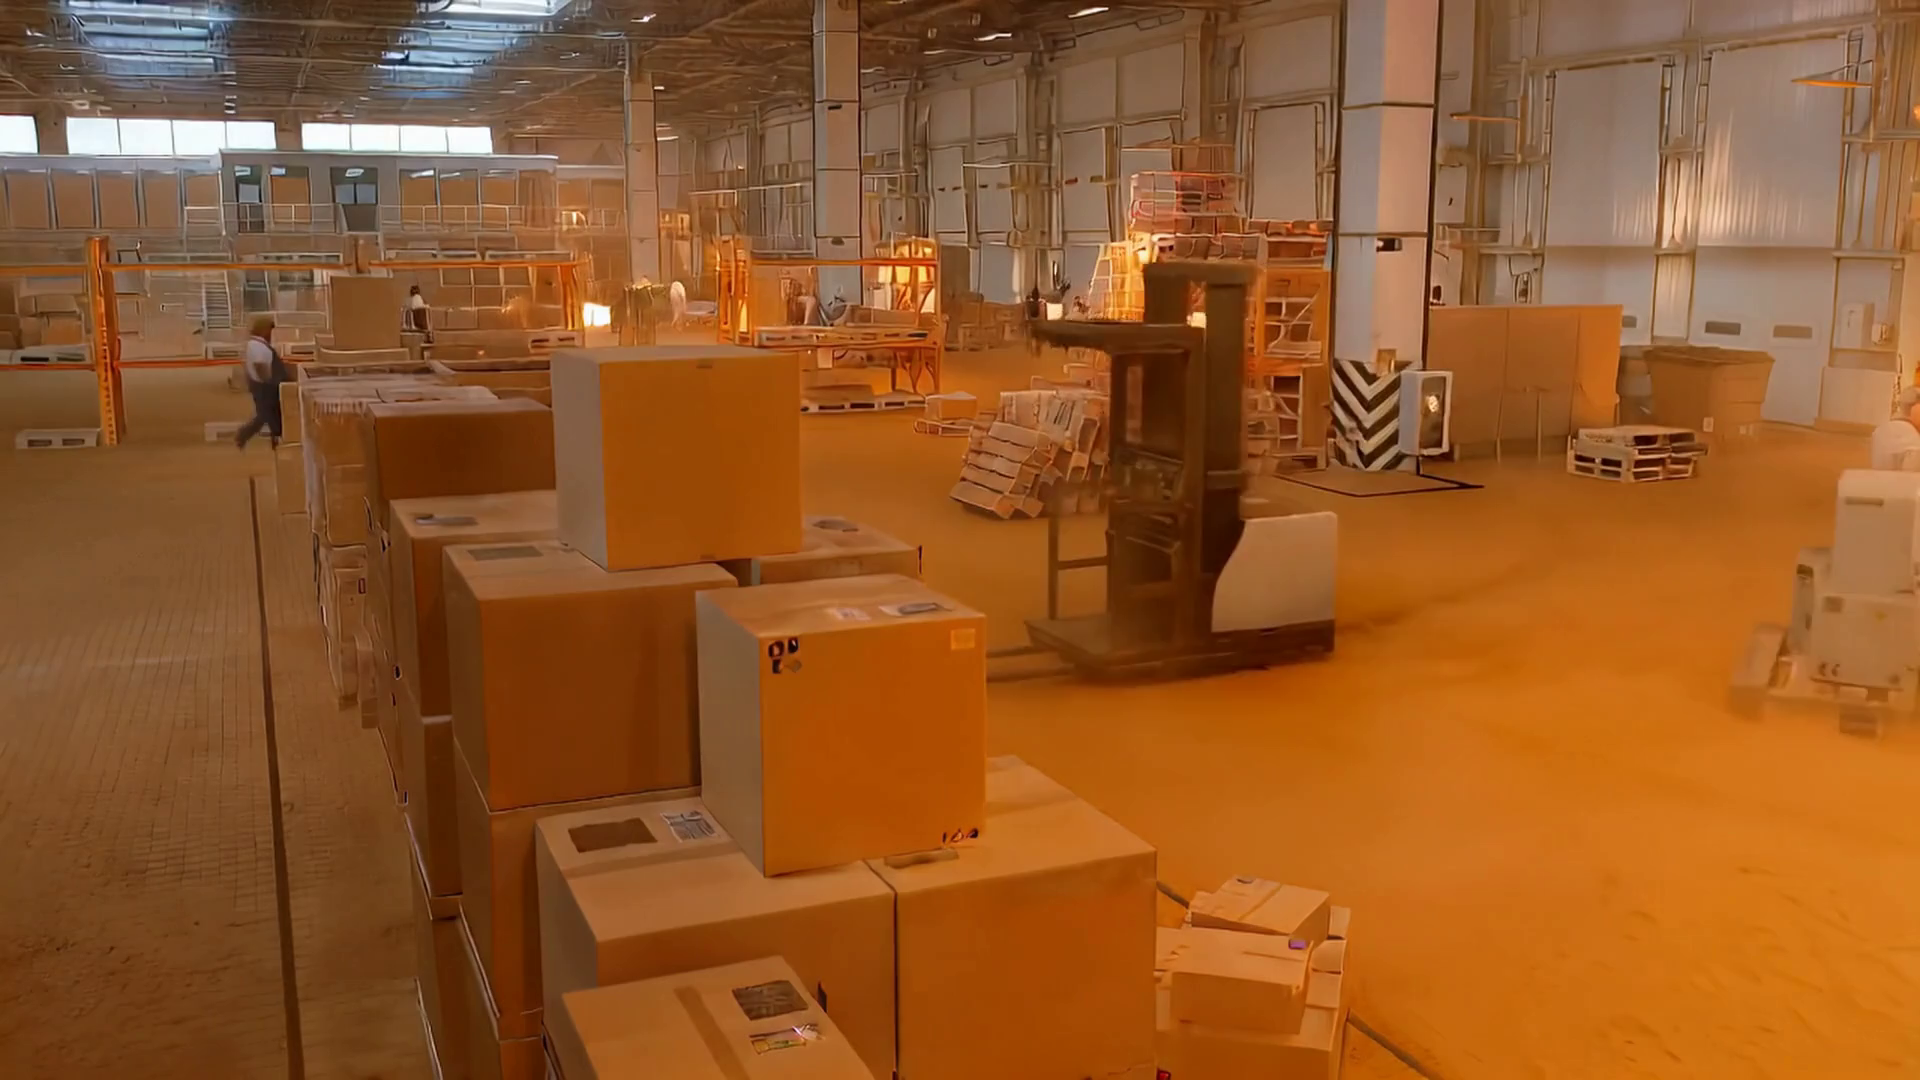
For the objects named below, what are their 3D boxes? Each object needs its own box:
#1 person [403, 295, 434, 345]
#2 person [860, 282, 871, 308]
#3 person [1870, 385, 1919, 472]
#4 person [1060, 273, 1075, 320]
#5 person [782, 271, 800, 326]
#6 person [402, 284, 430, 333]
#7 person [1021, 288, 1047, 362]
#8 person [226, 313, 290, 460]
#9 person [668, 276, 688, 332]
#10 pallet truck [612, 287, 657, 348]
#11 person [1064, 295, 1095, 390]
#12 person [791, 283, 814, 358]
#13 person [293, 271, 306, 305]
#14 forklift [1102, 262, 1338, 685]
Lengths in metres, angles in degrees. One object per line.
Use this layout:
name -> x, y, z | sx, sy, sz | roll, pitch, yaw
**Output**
person -> -10.983, -4.026, 33.667 | 0.544, 1.863, 0.595 | 10, 14, 44
person -> -2.528, -6.055, 44.985 | 0.494, 1.816, 0.949 | -9, 13, -40
person -> 6.967, -0.190, 12.370 | 0.381, 1.929, 0.634 | 0, 10, 2
person -> 3.075, -6.695, 48.027 | 0.376, 1.995, 0.611 | -6, 12, -30
person -> -5.729, -8.131, 56.157 | 0.614, 1.929, 0.739 | -5, 11, -24
person -> -12.727, -5.018, 38.970 | 0.654, 1.925, 0.516 | -3, 11, -16
person -> 1.809, -5.245, 40.618 | 0.620, 1.797, 0.979 | 2, 11, 12
person -> -9.465, -2.080, 22.466 | 0.804, 2.000, 0.683 | -3, 11, -14
person -> -9.076, -7.568, 53.366 | 0.636, 1.809, 0.906 | 8, 13, 36
pallet truck -> -6.464, -4.406, 35.401 | 0.823, 1.965, 1.885 | 6, 12, 32
person -> 2.405, -3.977, 33.392 | 0.611, 1.878, 1.004 | 4, 11, 19
person -> -3.944, -5.487, 41.700 | 0.599, 1.872, 0.991 | 0, 10, -1
person -> -22.085, -8.036, 55.618 | 0.593, 1.916, 0.567 | -8, 13, -38
forklift -> 1.640, -0.545, 11.691 | 1.873, 2.768, 1.129 | -4, 11, -23
